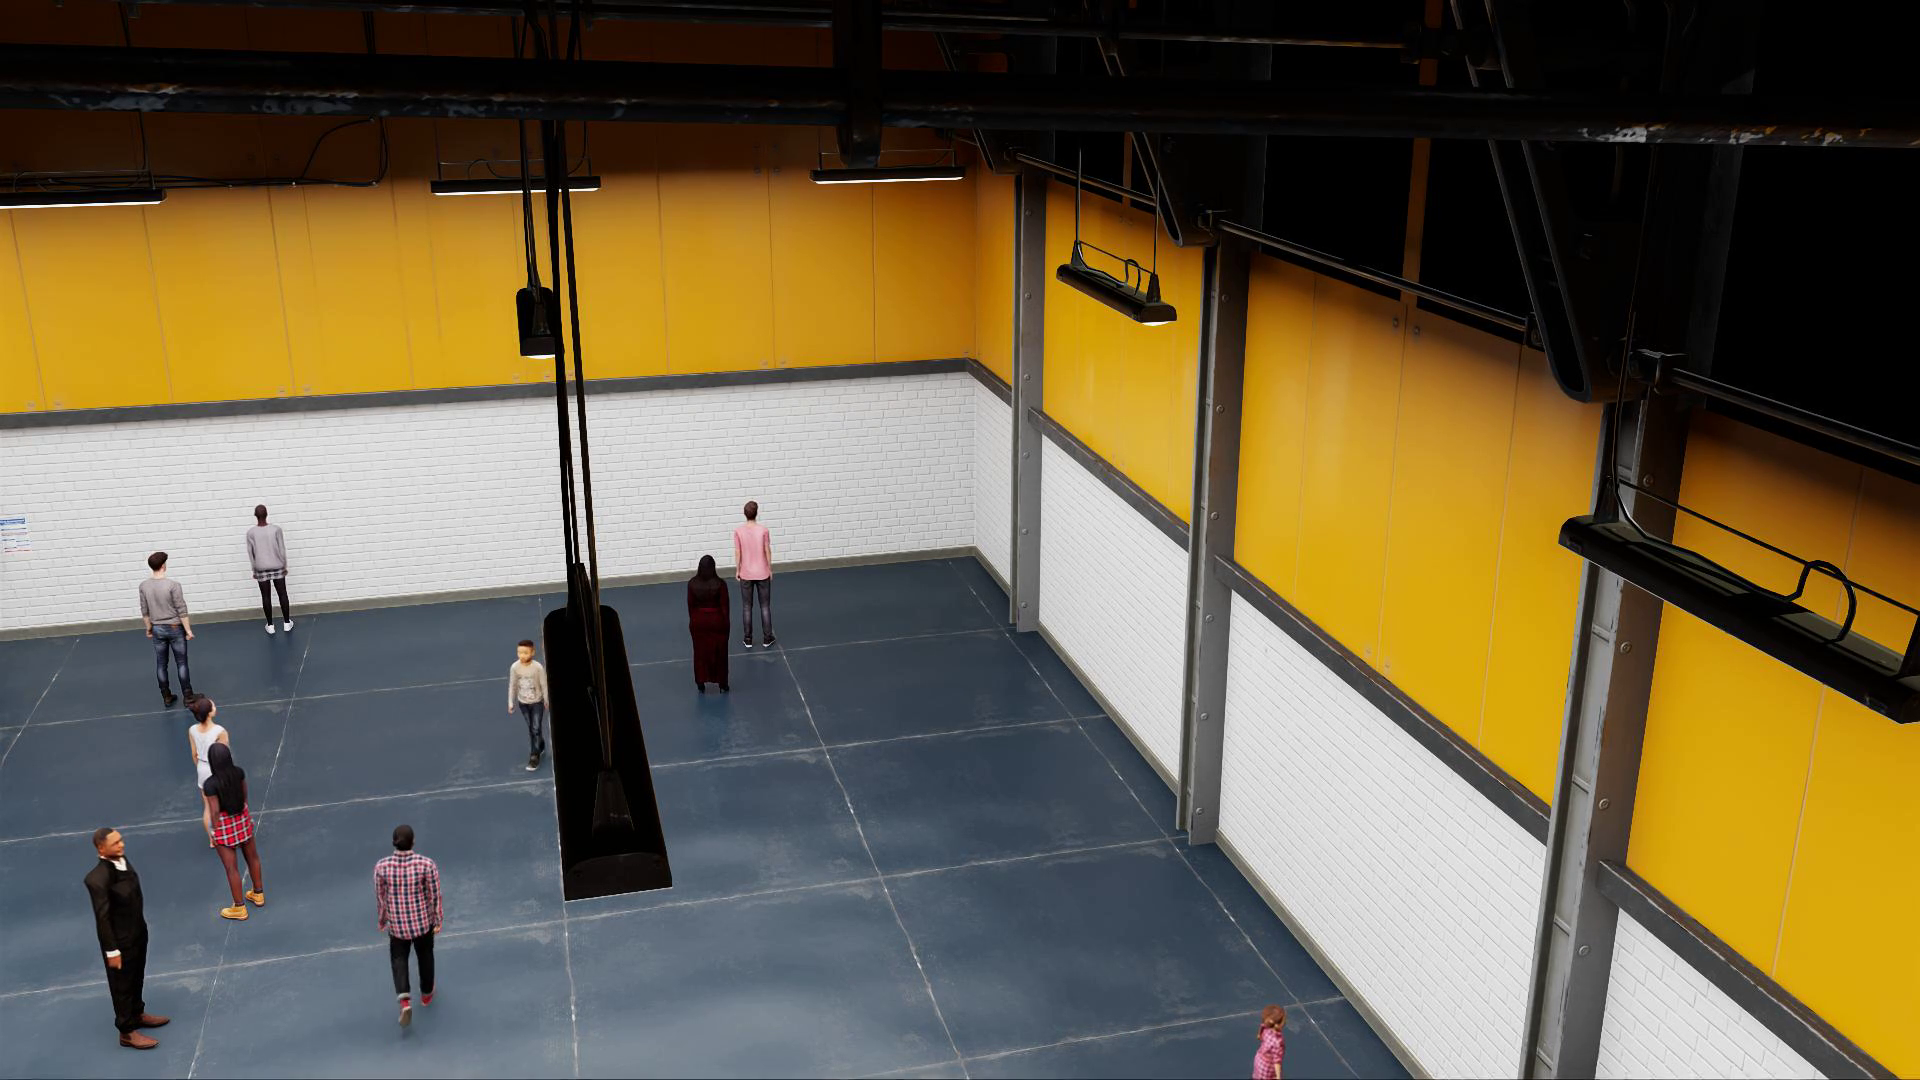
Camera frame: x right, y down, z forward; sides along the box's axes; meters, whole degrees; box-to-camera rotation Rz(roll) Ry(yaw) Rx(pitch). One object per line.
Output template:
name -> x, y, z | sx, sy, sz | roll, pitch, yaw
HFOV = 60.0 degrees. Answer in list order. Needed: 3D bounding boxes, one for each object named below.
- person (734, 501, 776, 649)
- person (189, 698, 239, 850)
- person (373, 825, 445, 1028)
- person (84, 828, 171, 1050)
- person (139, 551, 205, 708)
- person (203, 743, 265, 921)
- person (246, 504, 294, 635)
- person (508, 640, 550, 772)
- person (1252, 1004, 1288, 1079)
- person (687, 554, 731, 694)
person -> -2.670, 0.441, 21.583 | 0.672, 1.959, 0.616 | -1, 19, -3
person -> -7.422, 2.320, 16.557 | 0.648, 1.607, 0.661 | 3, 19, 9
person -> -4.574, 3.180, 13.778 | 0.688, 1.749, 0.912 | -4, 19, -13
person -> -6.800, 3.195, 13.491 | 0.802, 1.904, 0.615 | -1, 19, -4
person -> -9.447, 1.065, 19.818 | 0.755, 1.903, 0.668 | 0, 19, 1
person -> -6.723, 2.661, 15.356 | 0.787, 1.727, 0.713 | 8, 20, 22
person -> -9.170, 0.371, 22.085 | 0.642, 1.771, 0.571 | -8, 20, -22
person -> -4.729, 1.770, 18.452 | 0.767, 1.440, 0.966 | 2, 19, 7
person -> 2.332, 3.960, 12.609 | 0.484, 1.018, 0.380 | -5, 19, -13
person -> -3.044, 1.018, 20.186 | 0.746, 1.757, 0.728 | 1, 19, 4
